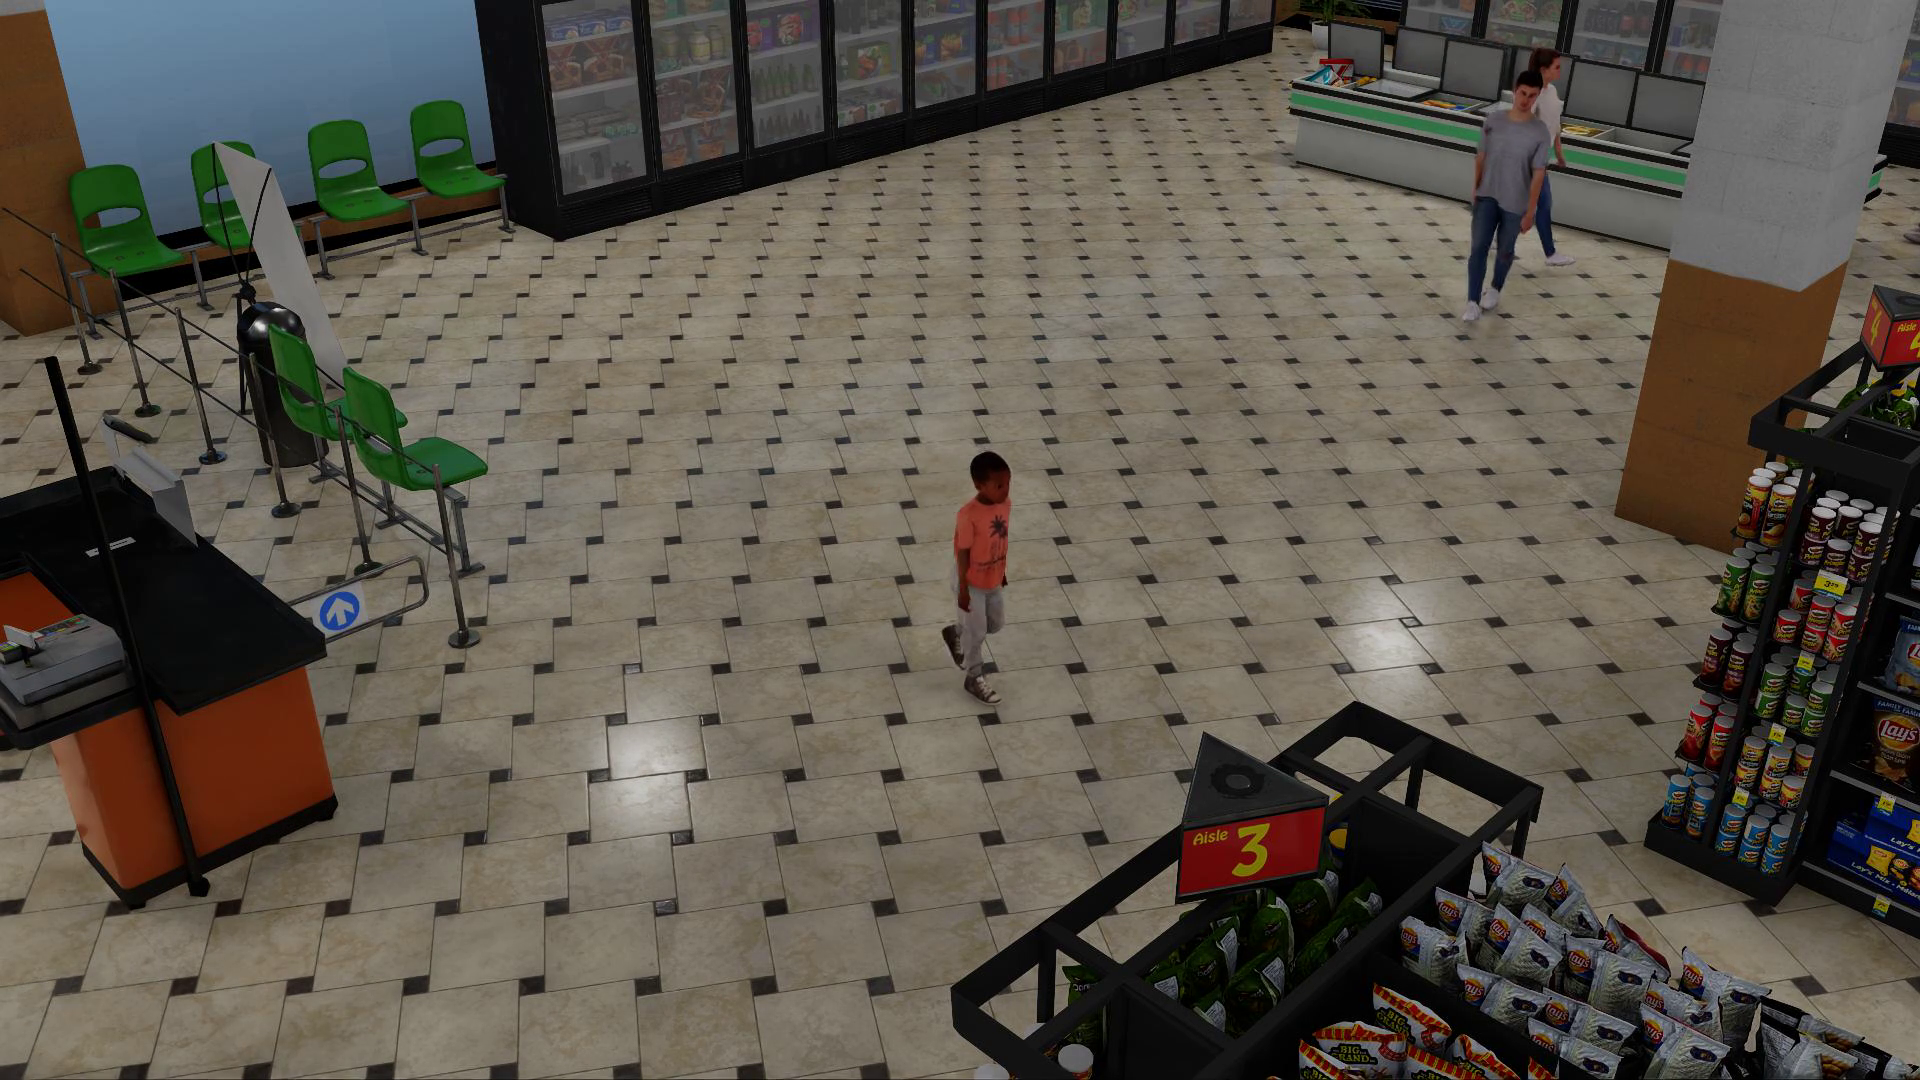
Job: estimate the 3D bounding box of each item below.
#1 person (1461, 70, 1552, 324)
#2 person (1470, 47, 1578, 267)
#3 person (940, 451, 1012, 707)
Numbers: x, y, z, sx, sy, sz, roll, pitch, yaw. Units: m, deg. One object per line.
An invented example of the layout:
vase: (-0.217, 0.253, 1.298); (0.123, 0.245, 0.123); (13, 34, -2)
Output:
person: (3.966, -2.514, 12.130); (1.039, 1.836, 0.929); (19, 34, 31)
person: (4.474, -3.042, 13.273); (1.183, 1.668, 0.715); (21, 35, 33)
person: (0.029, 0.148, 7.825); (0.505, 1.290, 0.699); (-23, 36, -35)
